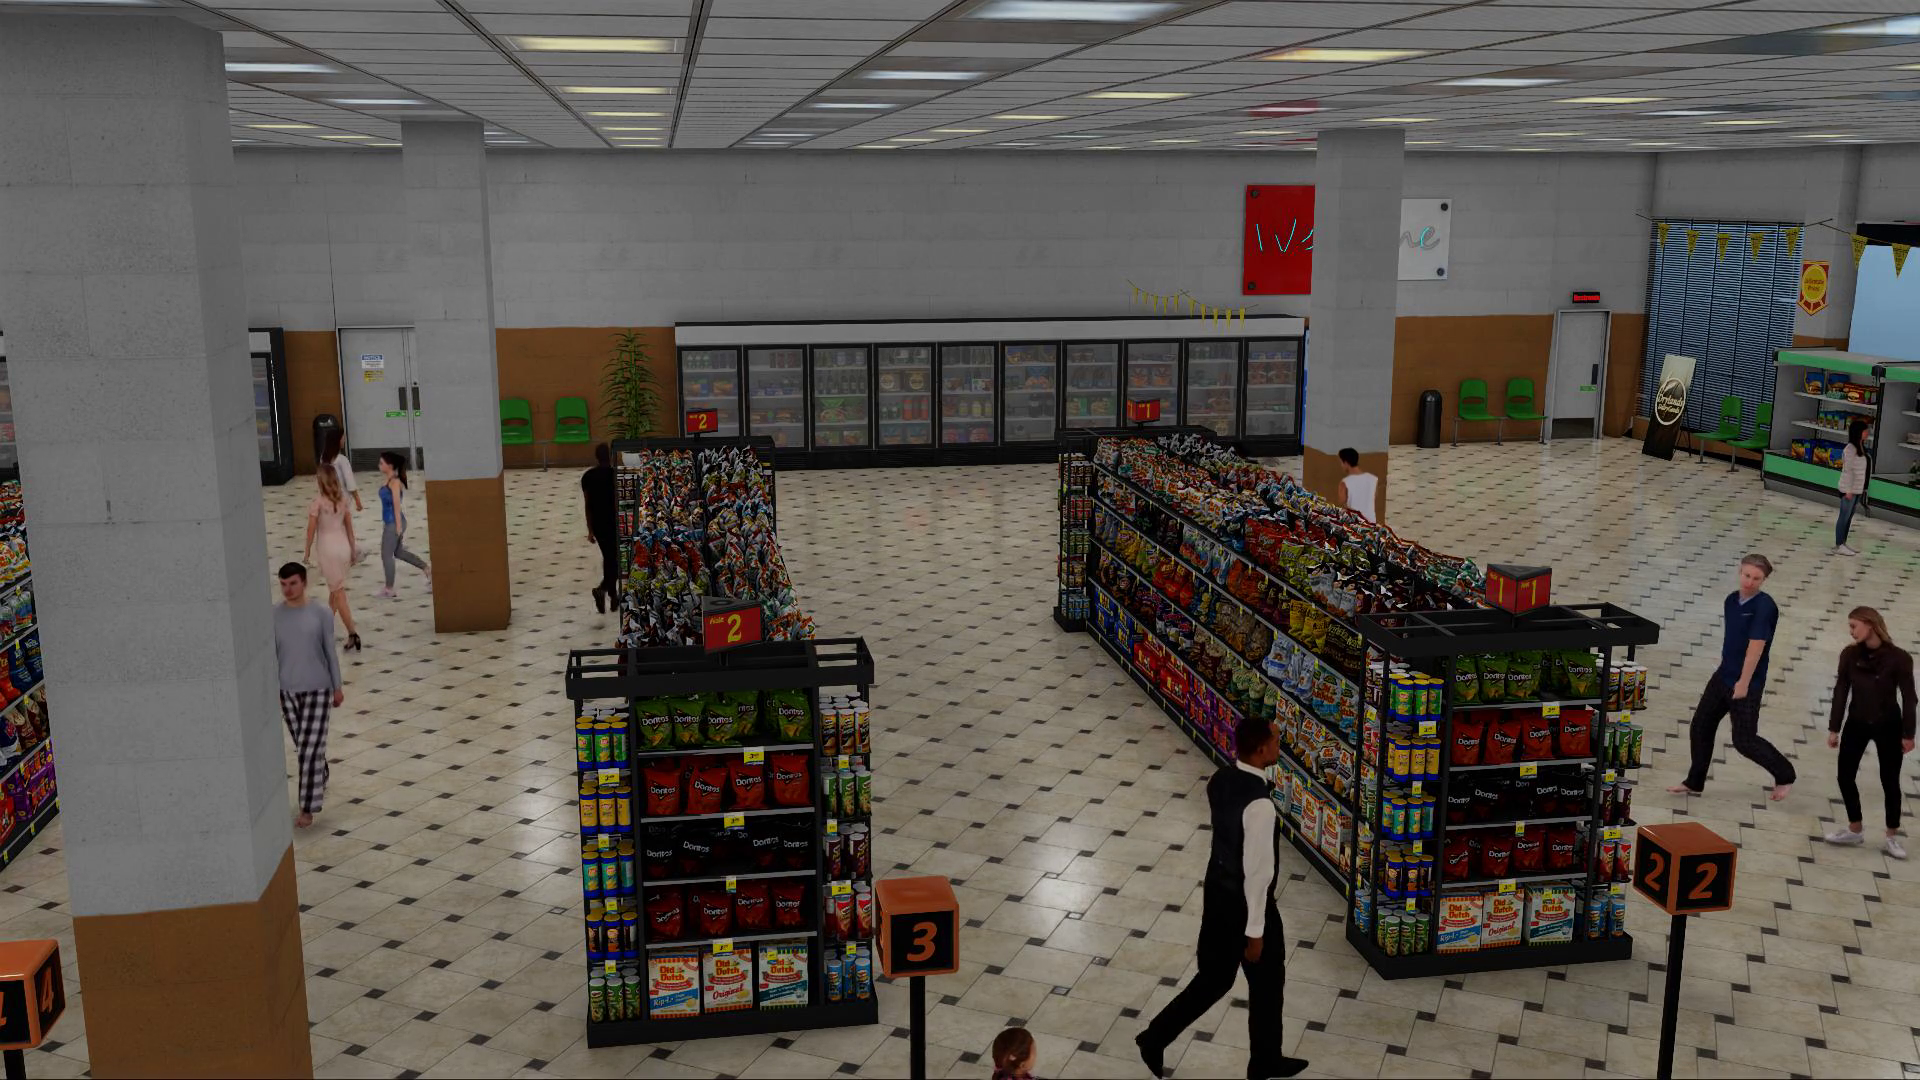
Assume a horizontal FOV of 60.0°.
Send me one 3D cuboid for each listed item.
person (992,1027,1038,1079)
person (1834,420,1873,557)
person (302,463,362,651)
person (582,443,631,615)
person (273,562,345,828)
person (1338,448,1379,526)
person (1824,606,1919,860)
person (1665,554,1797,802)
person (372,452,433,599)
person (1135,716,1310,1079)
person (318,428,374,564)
[{"bbox_3d":[0.170,2.495,6.860,0.637,1.011,0.742,-7,14,-29],"label":"person"},{"bbox_3d":[10.855,-0.645,20.253,0.744,1.638,0.705,10,16,40],"label":"person"},{"bbox_3d":[-5.923,0.198,15.871,1.058,1.793,0.982,8,15,35],"label":"person"},{"bbox_3d":[-3.651,-0.086,17.202,0.930,1.800,1.119,3,12,13],"label":"person"},{"bbox_3d":[-4.633,1.053,11.801,0.728,1.797,1.196,-1,12,-4],"label":"person"},{"bbox_3d":[4.155,-0.045,17.152,0.744,1.740,1.062,-3,12,-12],"label":"person"},{"bbox_3d":[6.098,1.270,11.082,0.721,1.668,0.836,7,14,31],"label":"person"},{"bbox_3d":[5.627,1.032,11.849,0.745,1.817,0.968,0,12,-1],"label":"person"},{"bbox_3d":[-6.083,-0.169,18.101,0.741,1.592,0.924,-5,13,-22],"label":"person"},{"bbox_3d":[1.283,1.784,8.097,0.920,1.893,1.143,-5,13,-21],"label":"person"},{"bbox_3d":[-7.246,-0.427,19.176,1.010,1.654,1.089,7,14,31],"label":"person"}]
